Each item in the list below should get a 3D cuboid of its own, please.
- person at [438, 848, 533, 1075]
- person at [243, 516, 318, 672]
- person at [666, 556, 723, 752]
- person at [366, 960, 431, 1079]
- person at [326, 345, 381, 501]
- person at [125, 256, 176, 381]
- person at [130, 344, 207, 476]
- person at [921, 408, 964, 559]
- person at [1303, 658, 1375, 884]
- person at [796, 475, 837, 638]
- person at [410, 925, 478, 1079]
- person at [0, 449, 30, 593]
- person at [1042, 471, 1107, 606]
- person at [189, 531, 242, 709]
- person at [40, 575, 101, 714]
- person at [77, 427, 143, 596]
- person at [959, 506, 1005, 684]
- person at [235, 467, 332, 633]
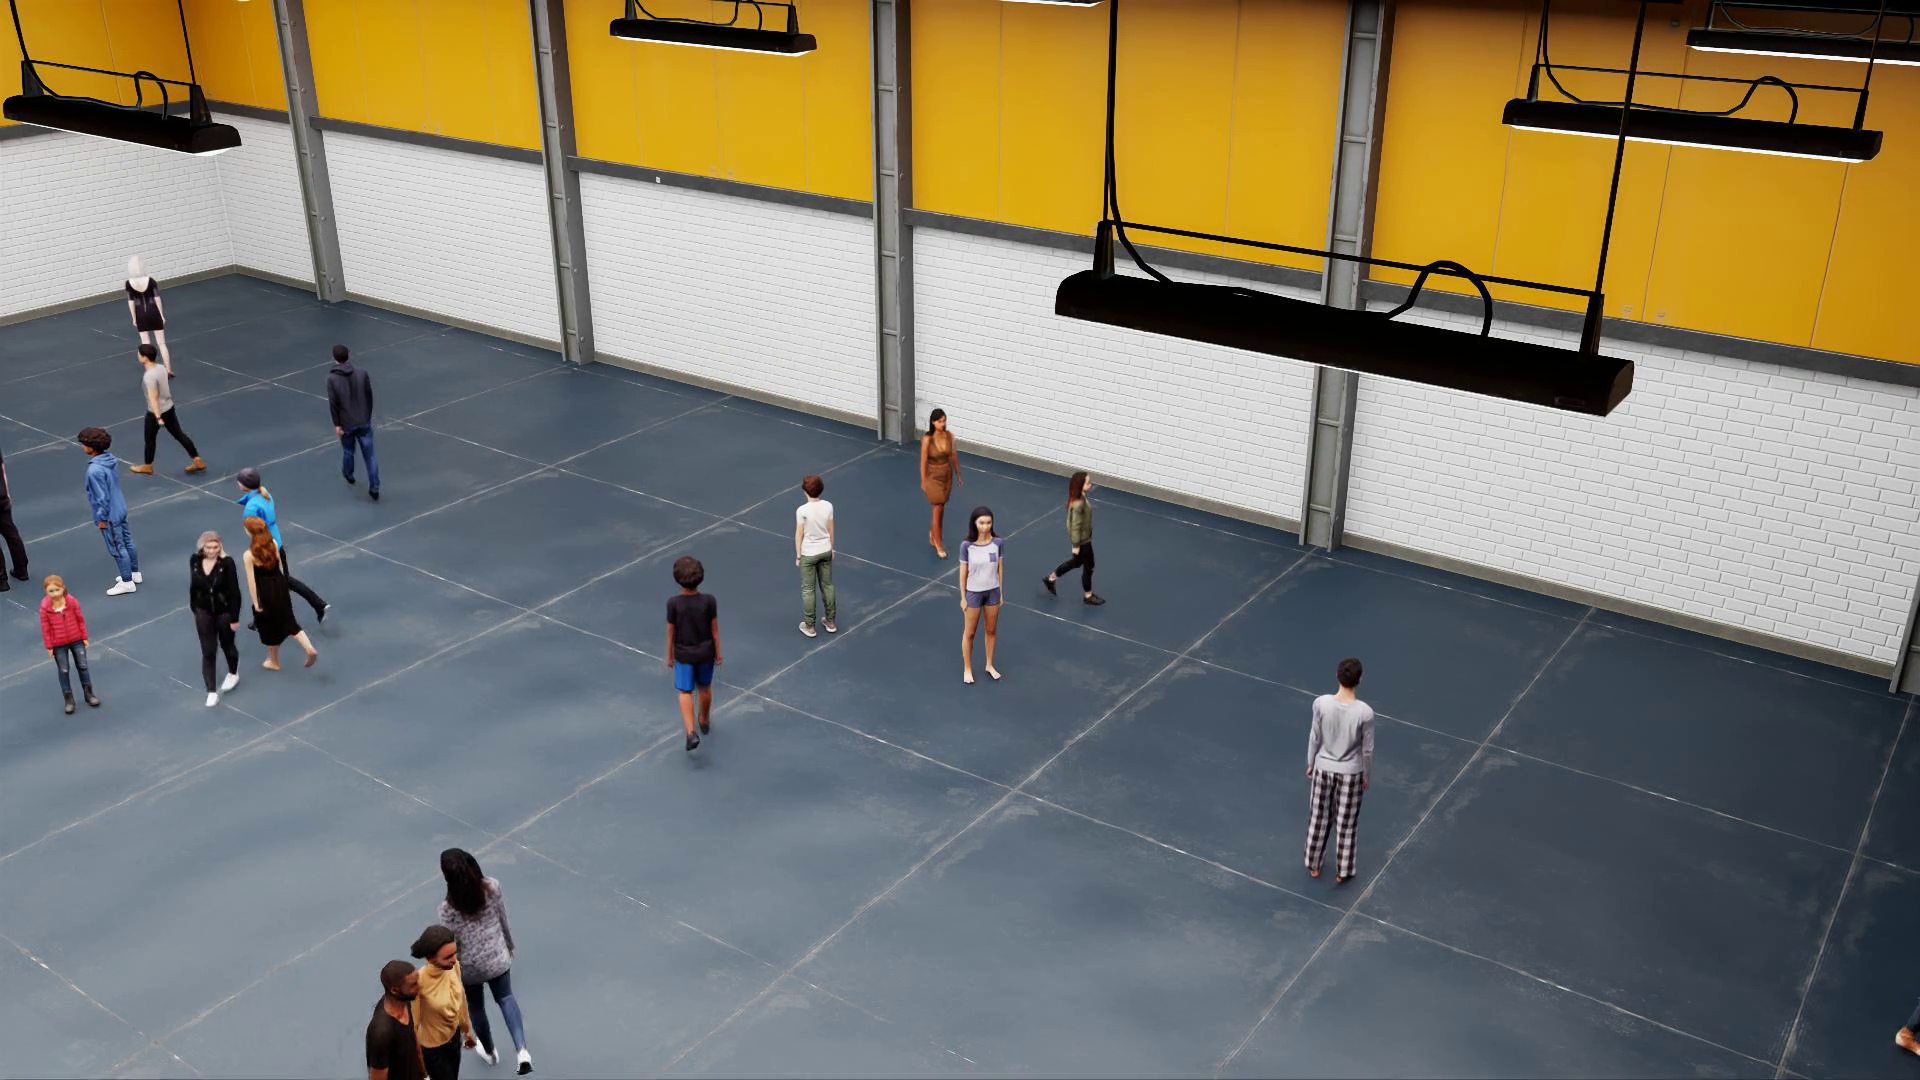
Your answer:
[{"bbox_3d":[-3.007,2.720,10.543,0.801,1.713,1.001,-16,28,-33],"label":"person"},{"bbox_3d":[-6.448,0.529,15.680,0.862,1.613,0.600,15,28,31],"label":"person"},{"bbox_3d":[-2.298,1.003,14.387,1.015,1.780,1.105,-6,24,-13],"label":"person"},{"bbox_3d":[-3.297,3.182,9.440,1.273,1.750,1.192,-2,24,-5],"label":"person"},{"bbox_3d":[-7.136,-1.347,19.699,0.986,1.833,1.271,-14,27,-29],"label":"person"},{"bbox_3d":[-11.665,-3.182,23.901,0.643,1.829,0.671,-8,25,-18],"label":"person"},{"bbox_3d":[-9.724,-1.577,20.415,1.205,1.680,0.982,2,24,4],"label":"person"},{"bbox_3d":[-0.280,-0.674,18.360,0.702,1.671,0.810,-17,29,-34],"label":"person"},{"bbox_3d":[2.870,1.746,12.605,0.543,1.847,0.730,10,26,22],"label":"person"},{"bbox_3d":[-1.428,0.146,16.511,0.637,1.649,0.654,-14,27,-29],"label":"person"},{"bbox_3d":[-3.193,3.003,9.983,0.657,1.644,0.679,12,26,26],"label":"person"},{"bbox_3d":[-10.191,-0.375,17.458,0.679,1.844,0.772,9,25,20],"label":"person"},{"bbox_3d":[1.174,-0.018,17.127,1.005,1.457,0.832,4,24,9],"label":"person"},{"bbox_3d":[-6.804,0.652,15.358,1.007,1.646,1.036,0,24,0],"label":"person"},{"bbox_3d":[-8.138,0.923,15.148,0.568,1.318,0.580,-17,29,-34],"label":"person"},{"bbox_3d":[-8.885,-0.322,17.381,0.801,1.810,0.753,-3,24,-7],"label":"person"},{"bbox_3d":[0.203,0.499,15.599,0.664,1.733,0.699,-7,25,-16],"label":"person"},{"bbox_3d":[-6.726,0.132,16.395,1.203,1.767,0.922,4,24,9],"label":"person"}]
